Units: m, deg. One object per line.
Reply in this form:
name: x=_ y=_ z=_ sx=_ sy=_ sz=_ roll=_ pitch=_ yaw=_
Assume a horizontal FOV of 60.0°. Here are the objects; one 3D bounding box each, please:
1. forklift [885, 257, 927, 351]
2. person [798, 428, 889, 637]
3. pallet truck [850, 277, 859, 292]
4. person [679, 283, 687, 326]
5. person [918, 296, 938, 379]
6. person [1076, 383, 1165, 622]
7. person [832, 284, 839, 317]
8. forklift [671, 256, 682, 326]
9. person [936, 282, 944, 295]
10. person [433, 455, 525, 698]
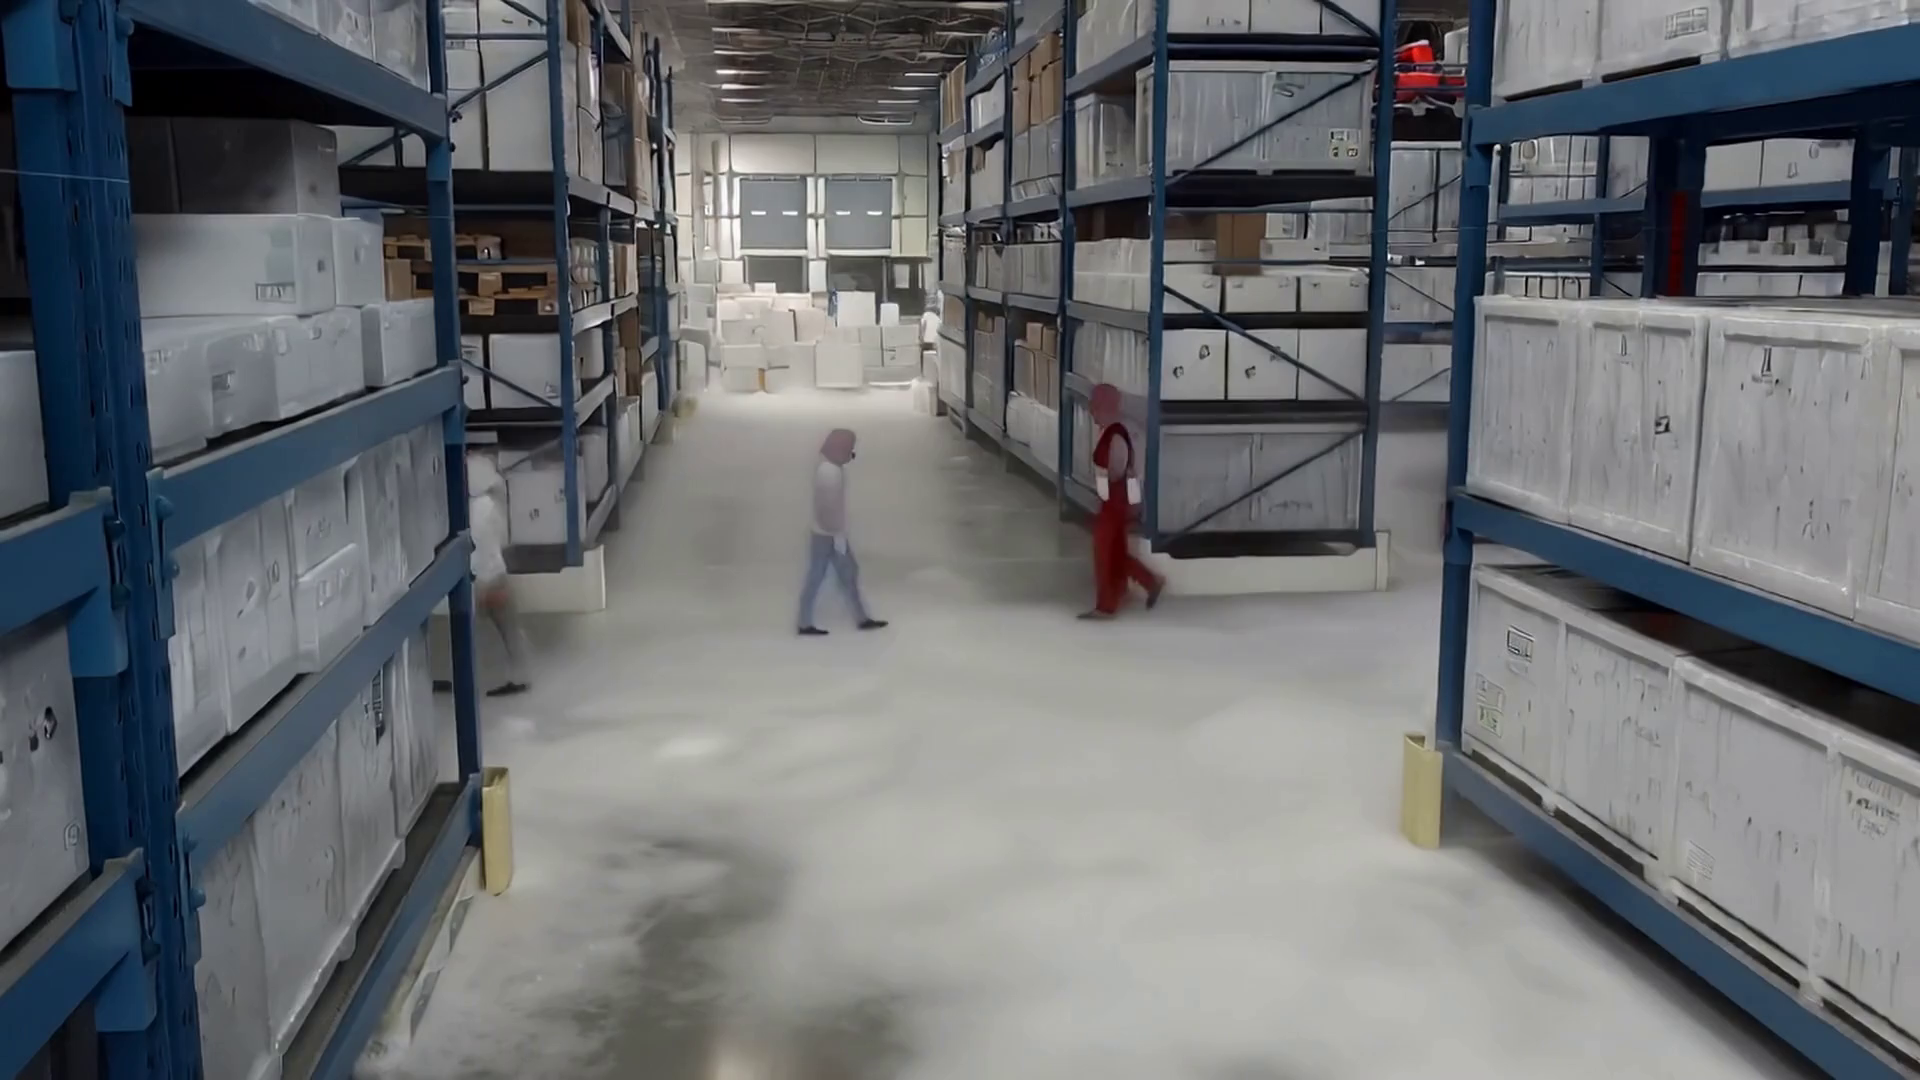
forklift: x=-1.713 y=-6.905 z=48.766 sx=1.129 sy=2.768 sz=1.873 roll=5 pitch=11 yaw=26
person: x=-0.890 y=-0.046 z=12.553 sx=0.787 sy=1.593 sz=0.530 roll=1 pitch=10 yaw=4
pallet truck: x=-3.782 y=-9.391 z=65.808 sx=1.885 sy=1.965 sz=0.823 roll=2 pitch=10 yaw=10
person: x=-9.460 y=-7.753 z=56.440 sx=0.627 sy=1.941 sz=0.371 roll=4 pitch=11 yaw=24
person: x=-0.558 y=-4.419 z=36.932 sx=0.797 sy=1.964 sz=0.641 roll=8 pitch=12 yaw=38
person: x=1.274 y=-0.290 z=13.151 sx=0.645 sy=1.899 sz=0.612 roll=-1 pitch=10 yaw=-3
person: x=-5.326 y=-10.142 z=71.232 sx=0.314 sy=1.636 sz=0.515 roll=-1 pitch=10 yaw=-4
forklift: x=-11.356 y=-9.574 z=64.303 sx=1.129 sy=2.768 sz=1.873 roll=-1 pitch=10 yaw=-7
person: x=-0.716 y=-8.851 z=63.044 sx=1.077 sy=1.883 sz=0.617 roll=-5 pitch=11 yaw=-25
person: x=-3.209 y=0.257 z=10.756 sx=0.775 sy=1.597 sz=0.527 roll=-4 pitch=11 yaw=-22
